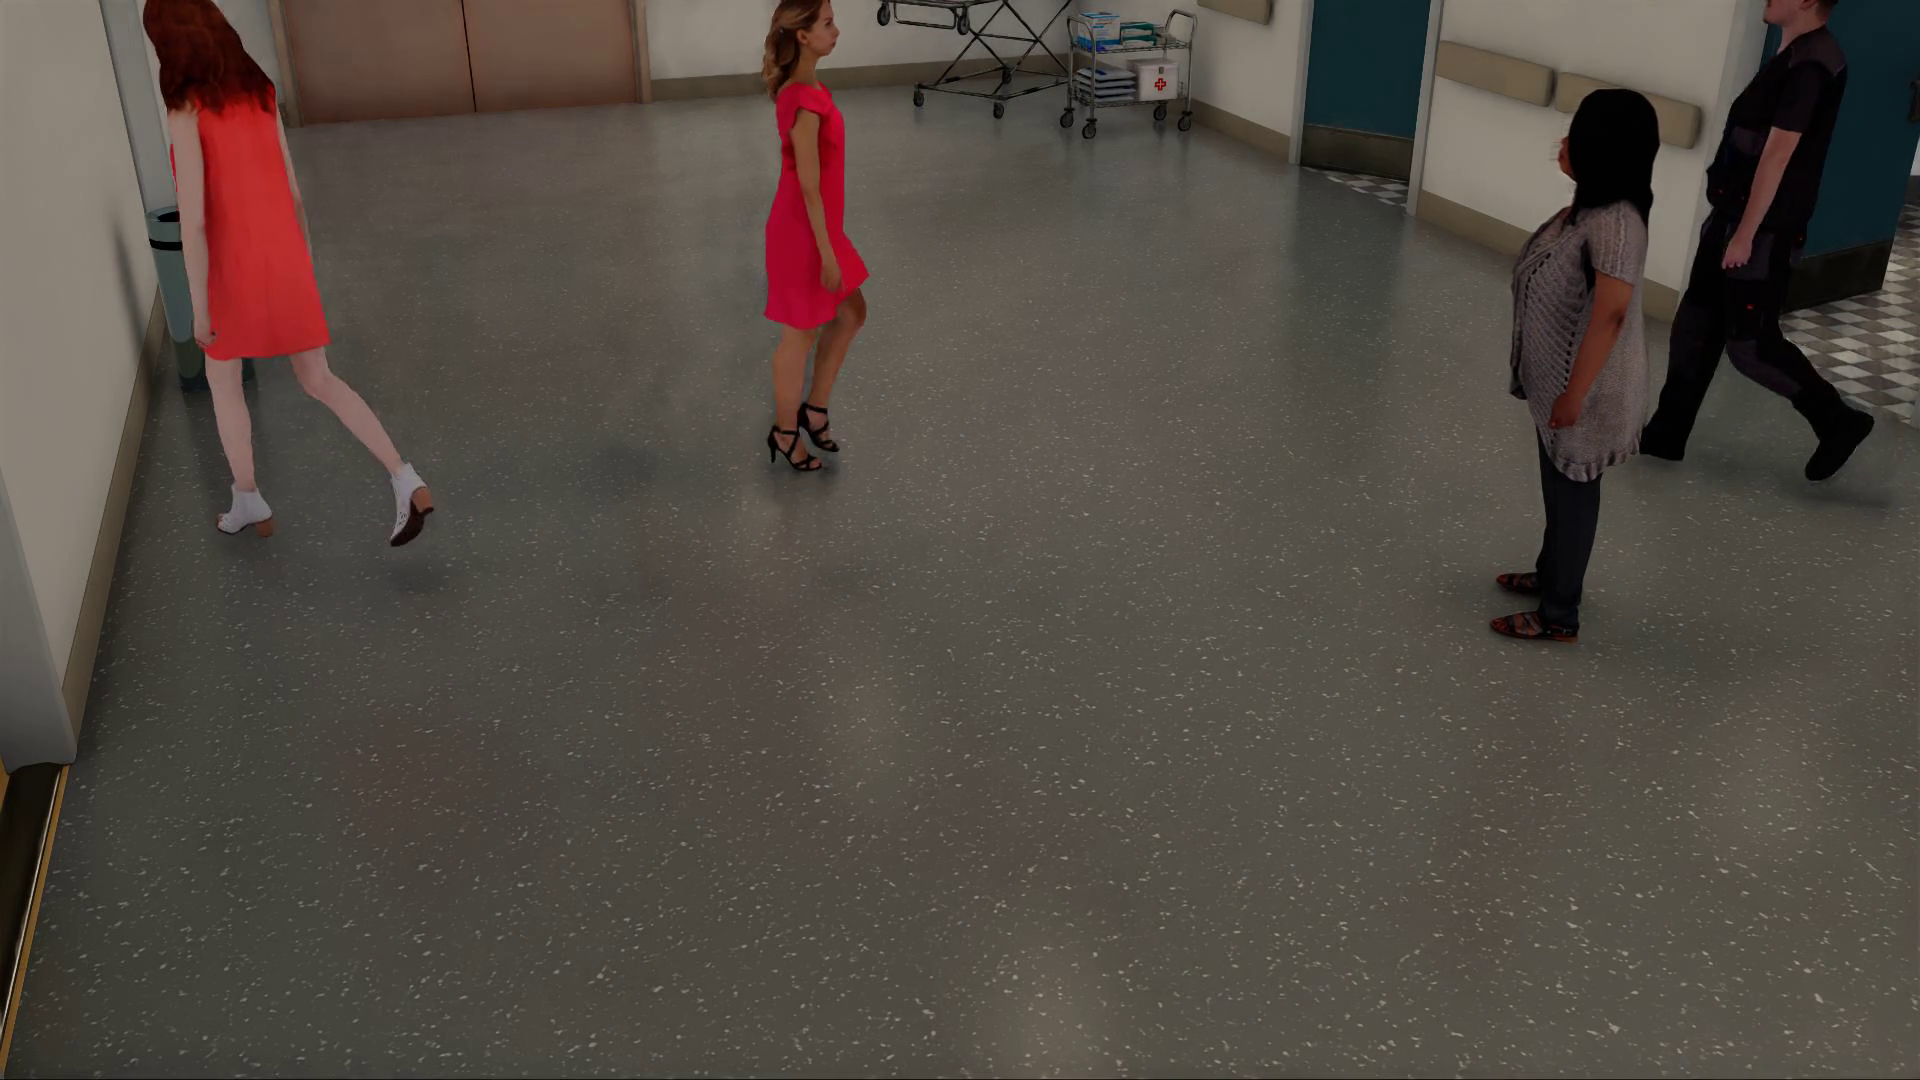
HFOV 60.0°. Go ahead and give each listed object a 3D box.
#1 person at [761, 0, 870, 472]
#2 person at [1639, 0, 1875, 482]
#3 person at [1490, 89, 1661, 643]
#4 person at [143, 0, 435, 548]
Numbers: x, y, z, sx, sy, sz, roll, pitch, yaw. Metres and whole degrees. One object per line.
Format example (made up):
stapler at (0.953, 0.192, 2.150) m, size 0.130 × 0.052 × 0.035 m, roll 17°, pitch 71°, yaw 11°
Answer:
person at (-0.628, -1.054, 5.858) m, size 0.742 × 1.717 × 0.653 m, roll 0°, pitch 26°, yaw -1°
person at (2.839, -1.066, 5.756) m, size 1.144 × 1.828 × 1.161 m, roll 7°, pitch 27°, yaw 14°
person at (1.809, -0.490, 4.812) m, size 0.837 × 1.610 × 0.772 m, roll 9°, pitch 27°, yaw 18°
person at (-2.089, -0.754, 5.167) m, size 1.235 × 1.778 × 1.151 m, roll 12°, pitch 28°, yaw 24°
